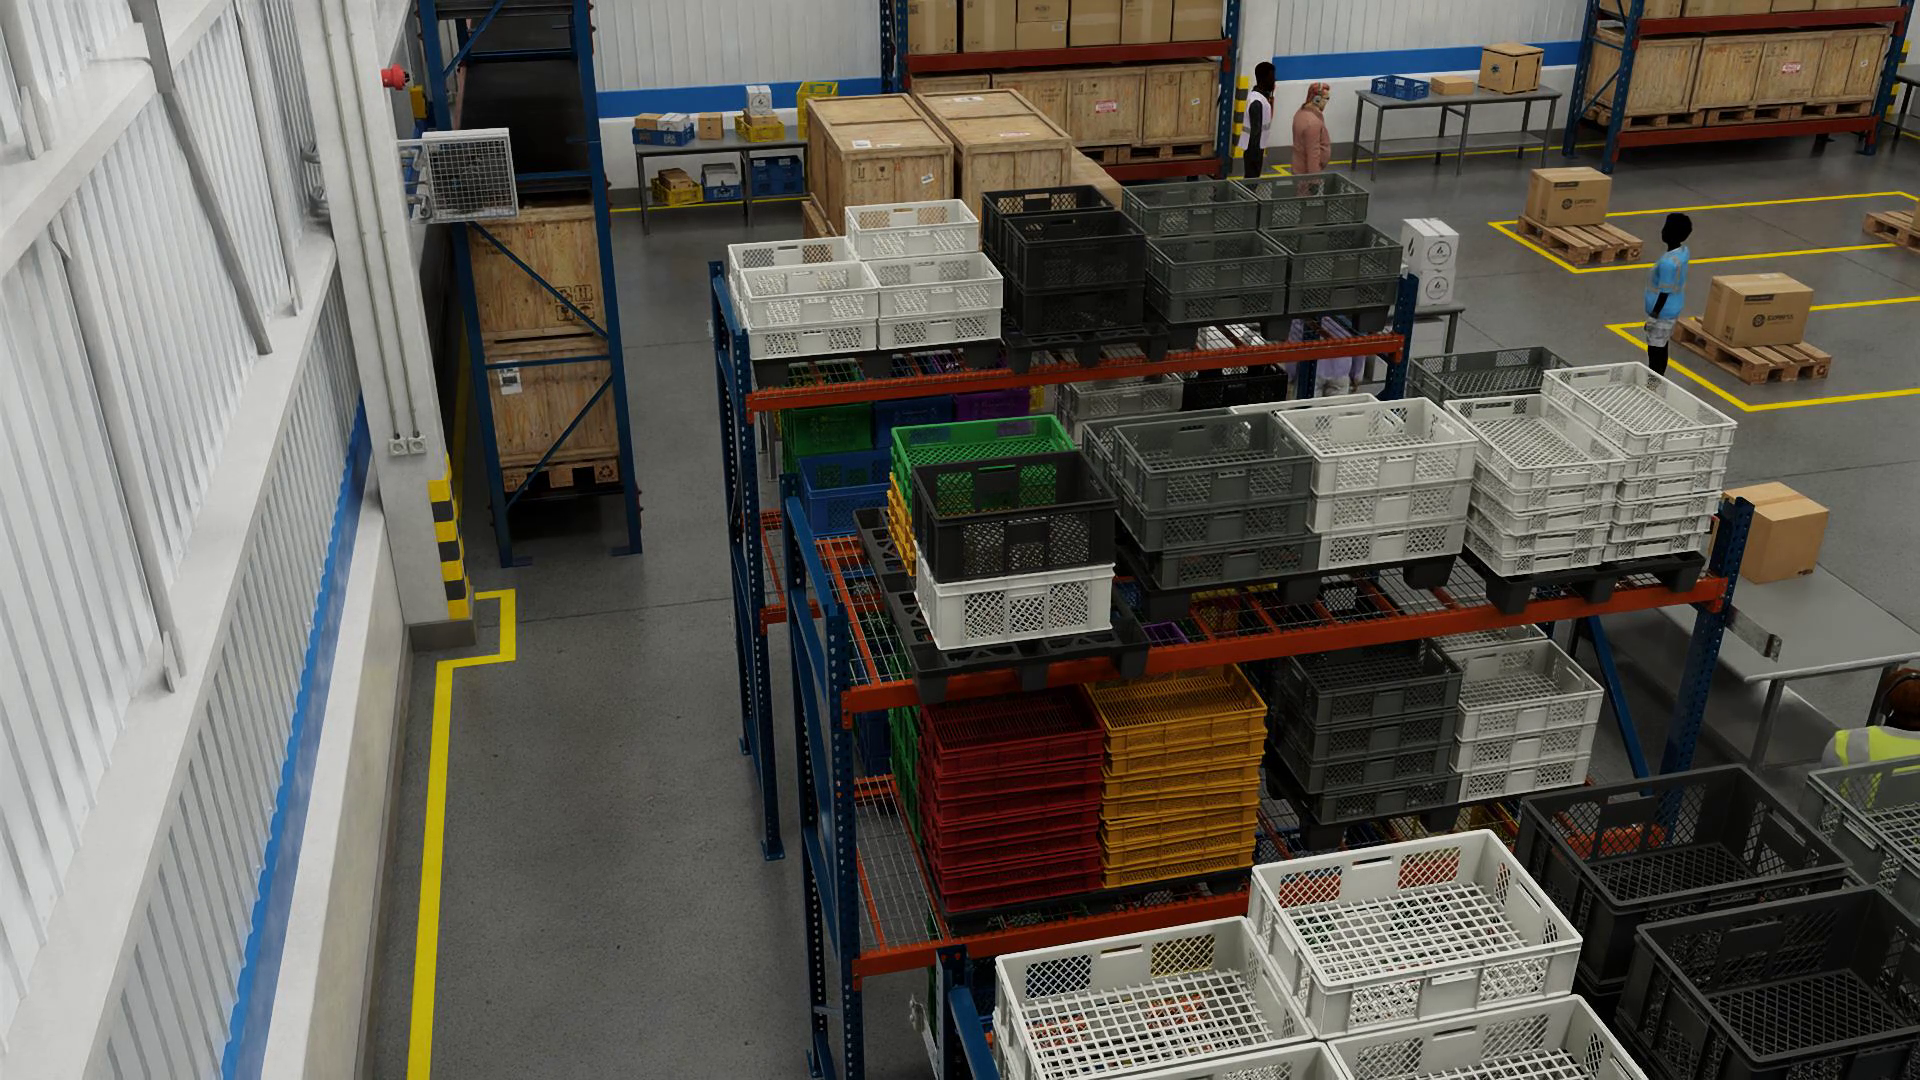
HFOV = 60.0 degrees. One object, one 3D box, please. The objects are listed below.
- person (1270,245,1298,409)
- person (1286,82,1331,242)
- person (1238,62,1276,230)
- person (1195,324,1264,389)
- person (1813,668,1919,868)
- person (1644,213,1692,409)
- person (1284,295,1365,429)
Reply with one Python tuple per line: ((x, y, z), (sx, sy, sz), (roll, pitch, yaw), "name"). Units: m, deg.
((2.604, -1.460, 13.098), (0.337, 1.866, 0.514), (4, 28, 8), "person")
((3.714, -3.901, 17.682), (0.409, 1.903, 0.639), (-2, 28, -3), "person")
((3.283, -4.354, 18.524), (0.376, 1.917, 0.600), (5, 28, 9), "person")
((1.953, -0.991, 12.192), (0.351, 1.879, 0.569), (-25, 37, -38), "person")
((4.187, 1.413, 7.679), (0.629, 1.837, 0.430), (5, 28, 10), "person")
((5.995, -1.963, 14.220), (0.320, 1.697, 0.531), (17, 32, 29), "person")
((2.750, -1.262, 12.640), (0.629, 1.937, 0.377), (-1, 28, -2), "person")
